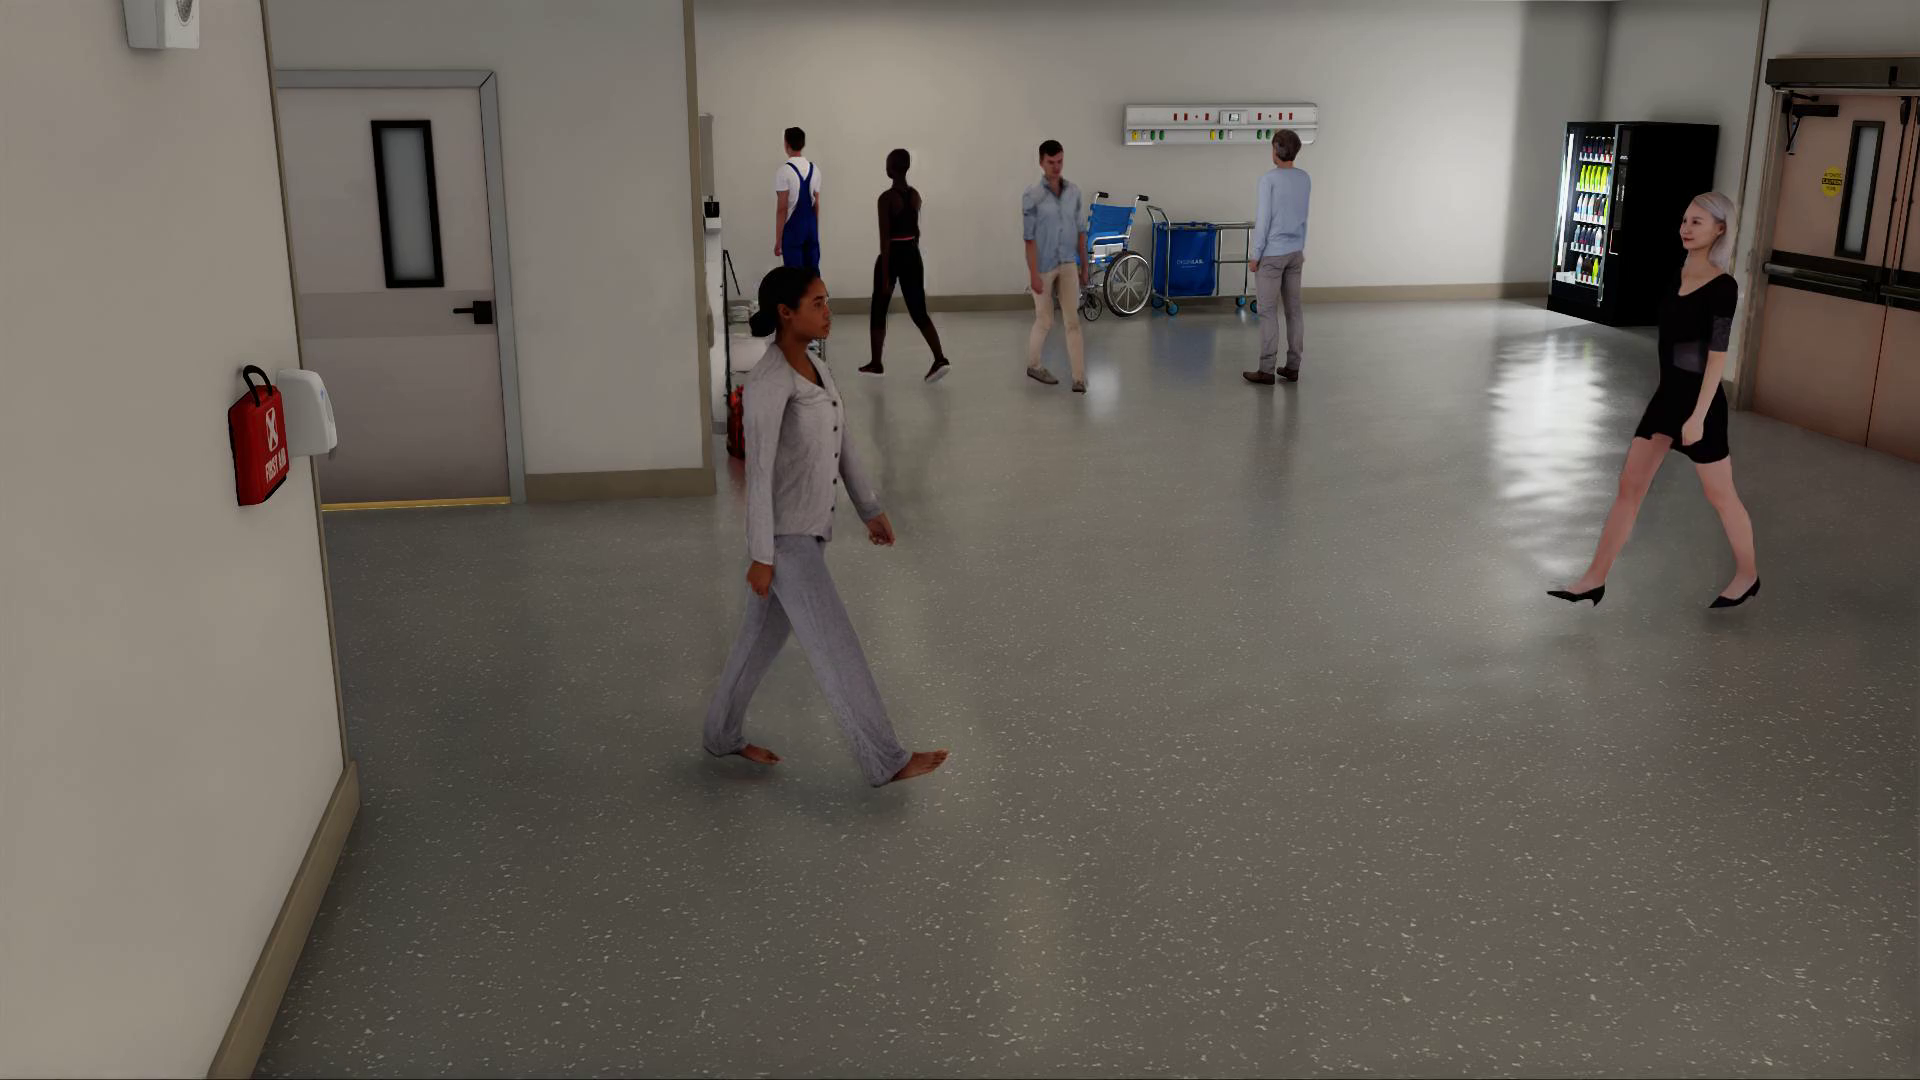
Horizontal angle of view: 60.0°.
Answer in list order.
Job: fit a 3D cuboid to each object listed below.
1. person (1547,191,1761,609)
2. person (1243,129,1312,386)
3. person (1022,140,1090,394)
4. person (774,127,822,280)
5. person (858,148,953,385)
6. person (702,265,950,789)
[{"bbox_3d":[3.174,-0.518,7.040,0.684,1.776,1.114,-3,16,-12],"label":"person"},{"bbox_3d":[2.428,-2.144,12.591,0.738,1.894,0.696,-8,18,-28],"label":"person"},{"bbox_3d":[0.635,-1.982,12.189,0.860,1.800,1.147,-8,18,-26],"label":"person"},{"bbox_3d":[-1.406,-2.672,14.542,0.721,1.850,0.741,-14,21,-40],"label":"person"},{"bbox_3d":[-0.367,-1.999,12.397,1.025,1.719,1.243,-14,21,-40],"label":"person"},{"bbox_3d":[-0.625,-0.014,5.406,1.015,1.693,1.165,4,16,12],"label":"person"}]
